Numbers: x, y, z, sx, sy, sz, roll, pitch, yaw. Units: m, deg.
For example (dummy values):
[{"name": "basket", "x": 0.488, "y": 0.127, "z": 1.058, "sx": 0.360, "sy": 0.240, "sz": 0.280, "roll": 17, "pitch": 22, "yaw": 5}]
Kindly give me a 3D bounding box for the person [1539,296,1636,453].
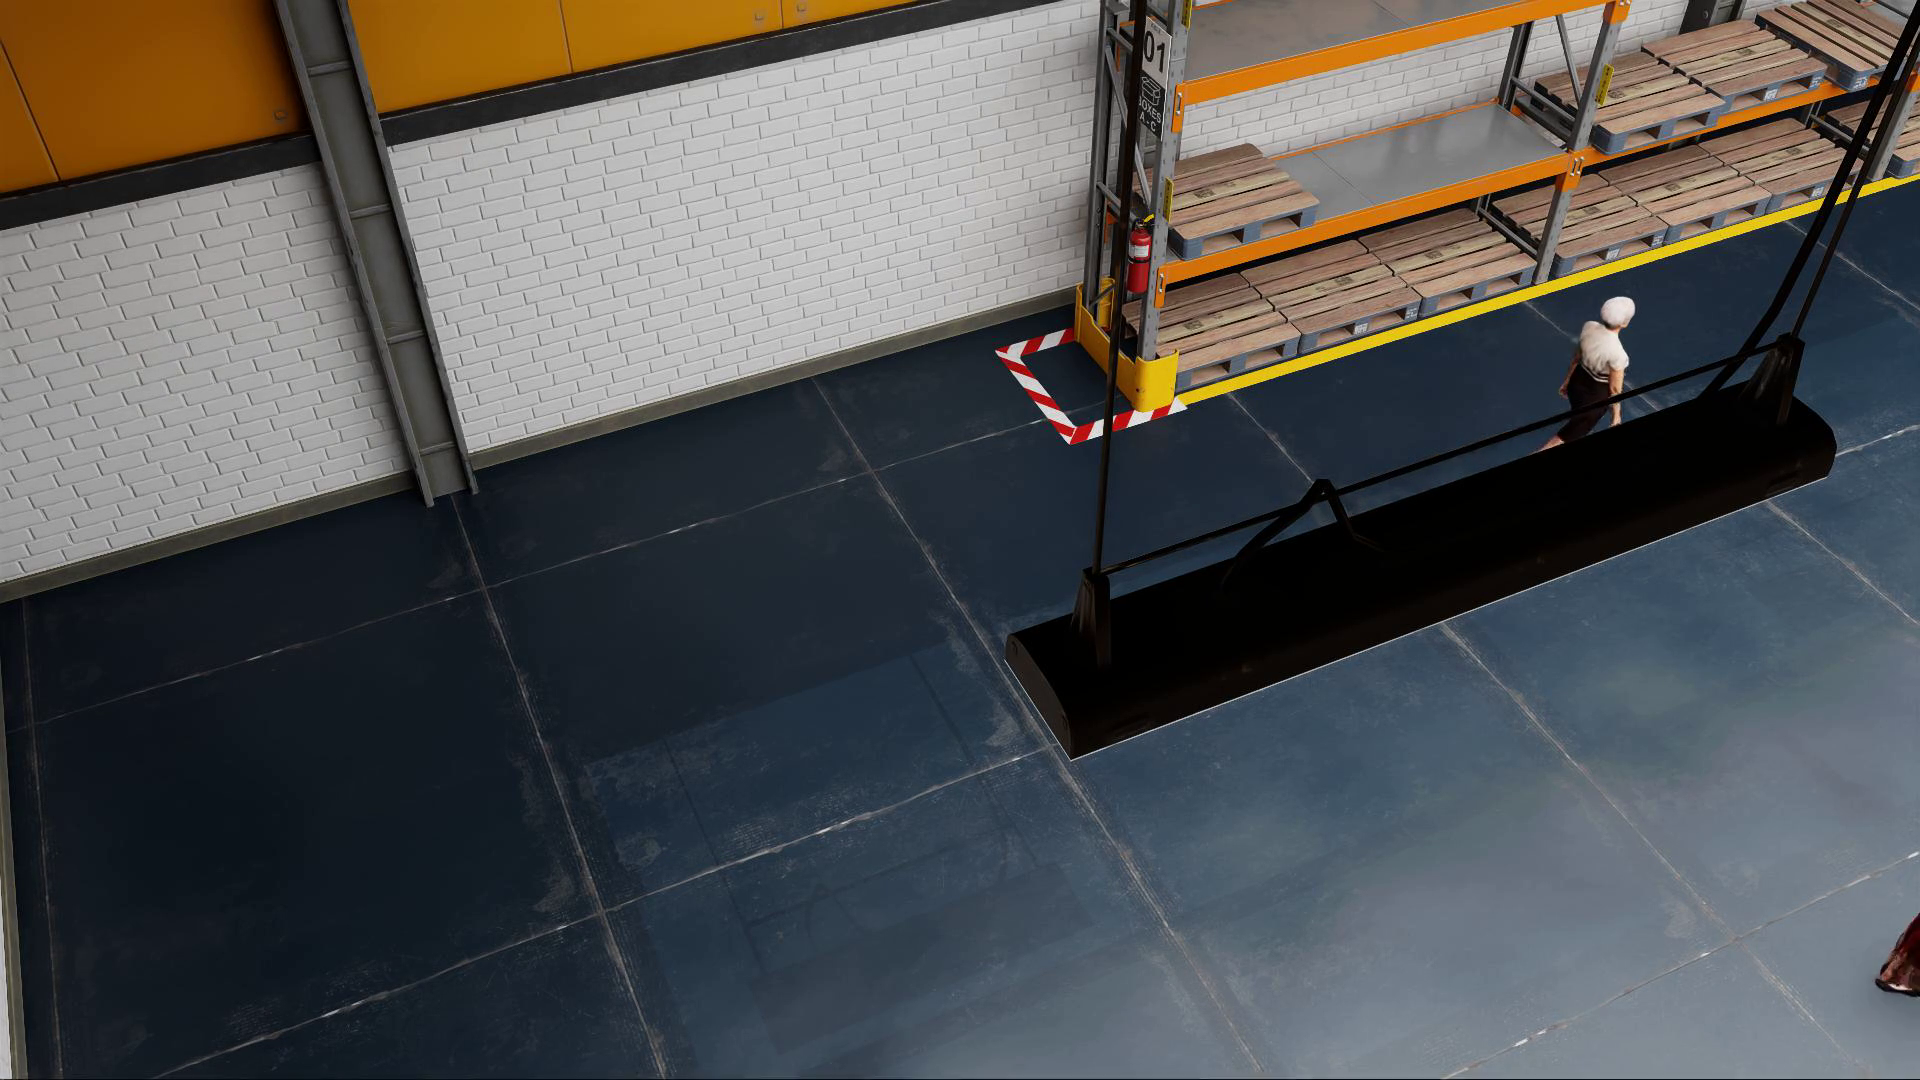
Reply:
[{"name": "person", "x": 4.452, "y": -0.986, "z": 12.040, "sx": 1.157, "sy": 1.704, "sz": 0.802, "roll": -9, "pitch": 44, "yaw": -9}]
